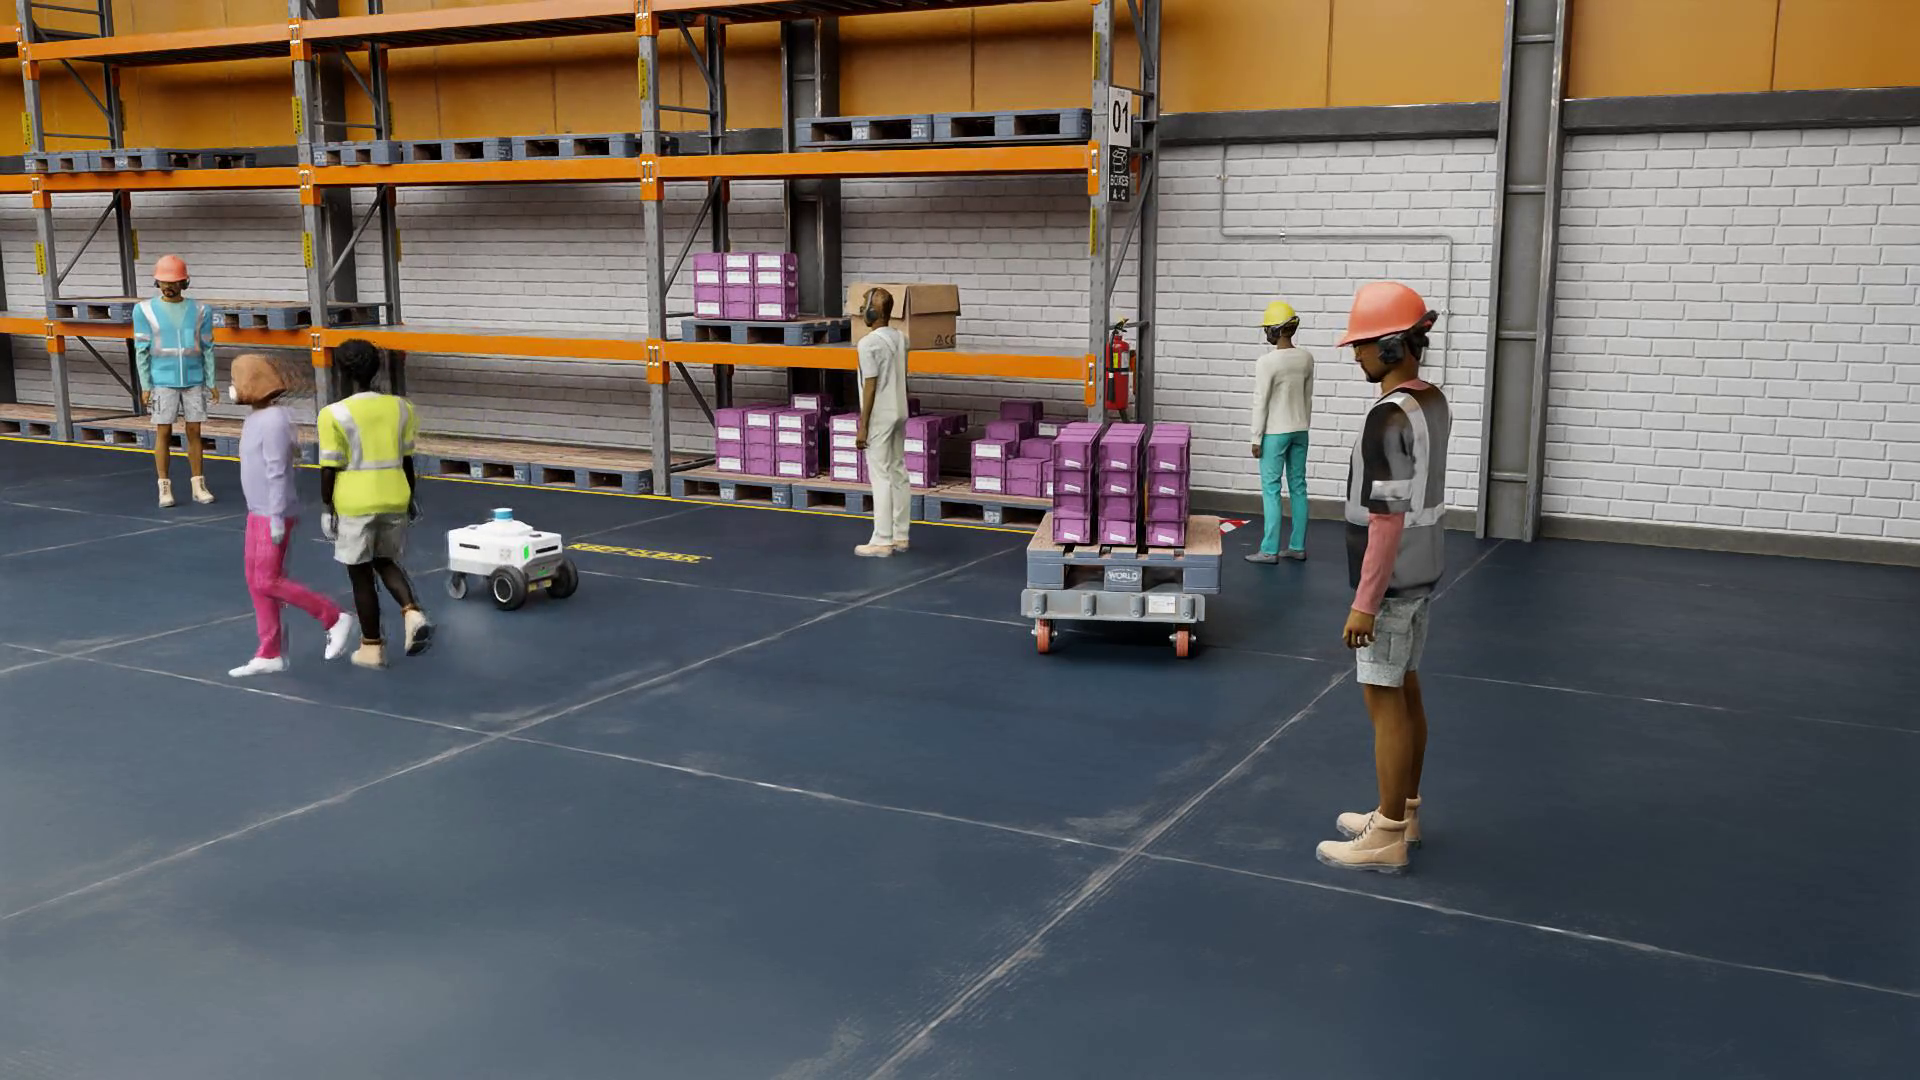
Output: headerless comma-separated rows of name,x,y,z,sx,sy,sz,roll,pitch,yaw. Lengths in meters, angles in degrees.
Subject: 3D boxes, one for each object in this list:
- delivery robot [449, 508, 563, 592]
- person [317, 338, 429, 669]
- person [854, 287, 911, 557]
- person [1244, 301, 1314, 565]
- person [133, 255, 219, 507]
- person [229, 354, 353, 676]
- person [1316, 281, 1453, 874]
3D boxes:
delivery robot,-2.735,0.054,9.997,0.707,0.478,0.477,6,12,31
person,-2.958,-0.172,8.369,0.423,1.680,0.542,8,13,36
person,-0.535,-0.801,11.399,0.348,1.846,0.506,7,12,32
person,2.144,-0.711,11.156,0.524,1.761,0.338,-7,12,-34
person,-6.363,-1.290,13.554,0.605,2.038,0.394,-8,13,-38
person,-3.398,-0.123,8.298,0.494,1.617,0.515,-8,13,-37
person,1.464,0.135,5.749,0.382,2.037,0.606,5,12,28
